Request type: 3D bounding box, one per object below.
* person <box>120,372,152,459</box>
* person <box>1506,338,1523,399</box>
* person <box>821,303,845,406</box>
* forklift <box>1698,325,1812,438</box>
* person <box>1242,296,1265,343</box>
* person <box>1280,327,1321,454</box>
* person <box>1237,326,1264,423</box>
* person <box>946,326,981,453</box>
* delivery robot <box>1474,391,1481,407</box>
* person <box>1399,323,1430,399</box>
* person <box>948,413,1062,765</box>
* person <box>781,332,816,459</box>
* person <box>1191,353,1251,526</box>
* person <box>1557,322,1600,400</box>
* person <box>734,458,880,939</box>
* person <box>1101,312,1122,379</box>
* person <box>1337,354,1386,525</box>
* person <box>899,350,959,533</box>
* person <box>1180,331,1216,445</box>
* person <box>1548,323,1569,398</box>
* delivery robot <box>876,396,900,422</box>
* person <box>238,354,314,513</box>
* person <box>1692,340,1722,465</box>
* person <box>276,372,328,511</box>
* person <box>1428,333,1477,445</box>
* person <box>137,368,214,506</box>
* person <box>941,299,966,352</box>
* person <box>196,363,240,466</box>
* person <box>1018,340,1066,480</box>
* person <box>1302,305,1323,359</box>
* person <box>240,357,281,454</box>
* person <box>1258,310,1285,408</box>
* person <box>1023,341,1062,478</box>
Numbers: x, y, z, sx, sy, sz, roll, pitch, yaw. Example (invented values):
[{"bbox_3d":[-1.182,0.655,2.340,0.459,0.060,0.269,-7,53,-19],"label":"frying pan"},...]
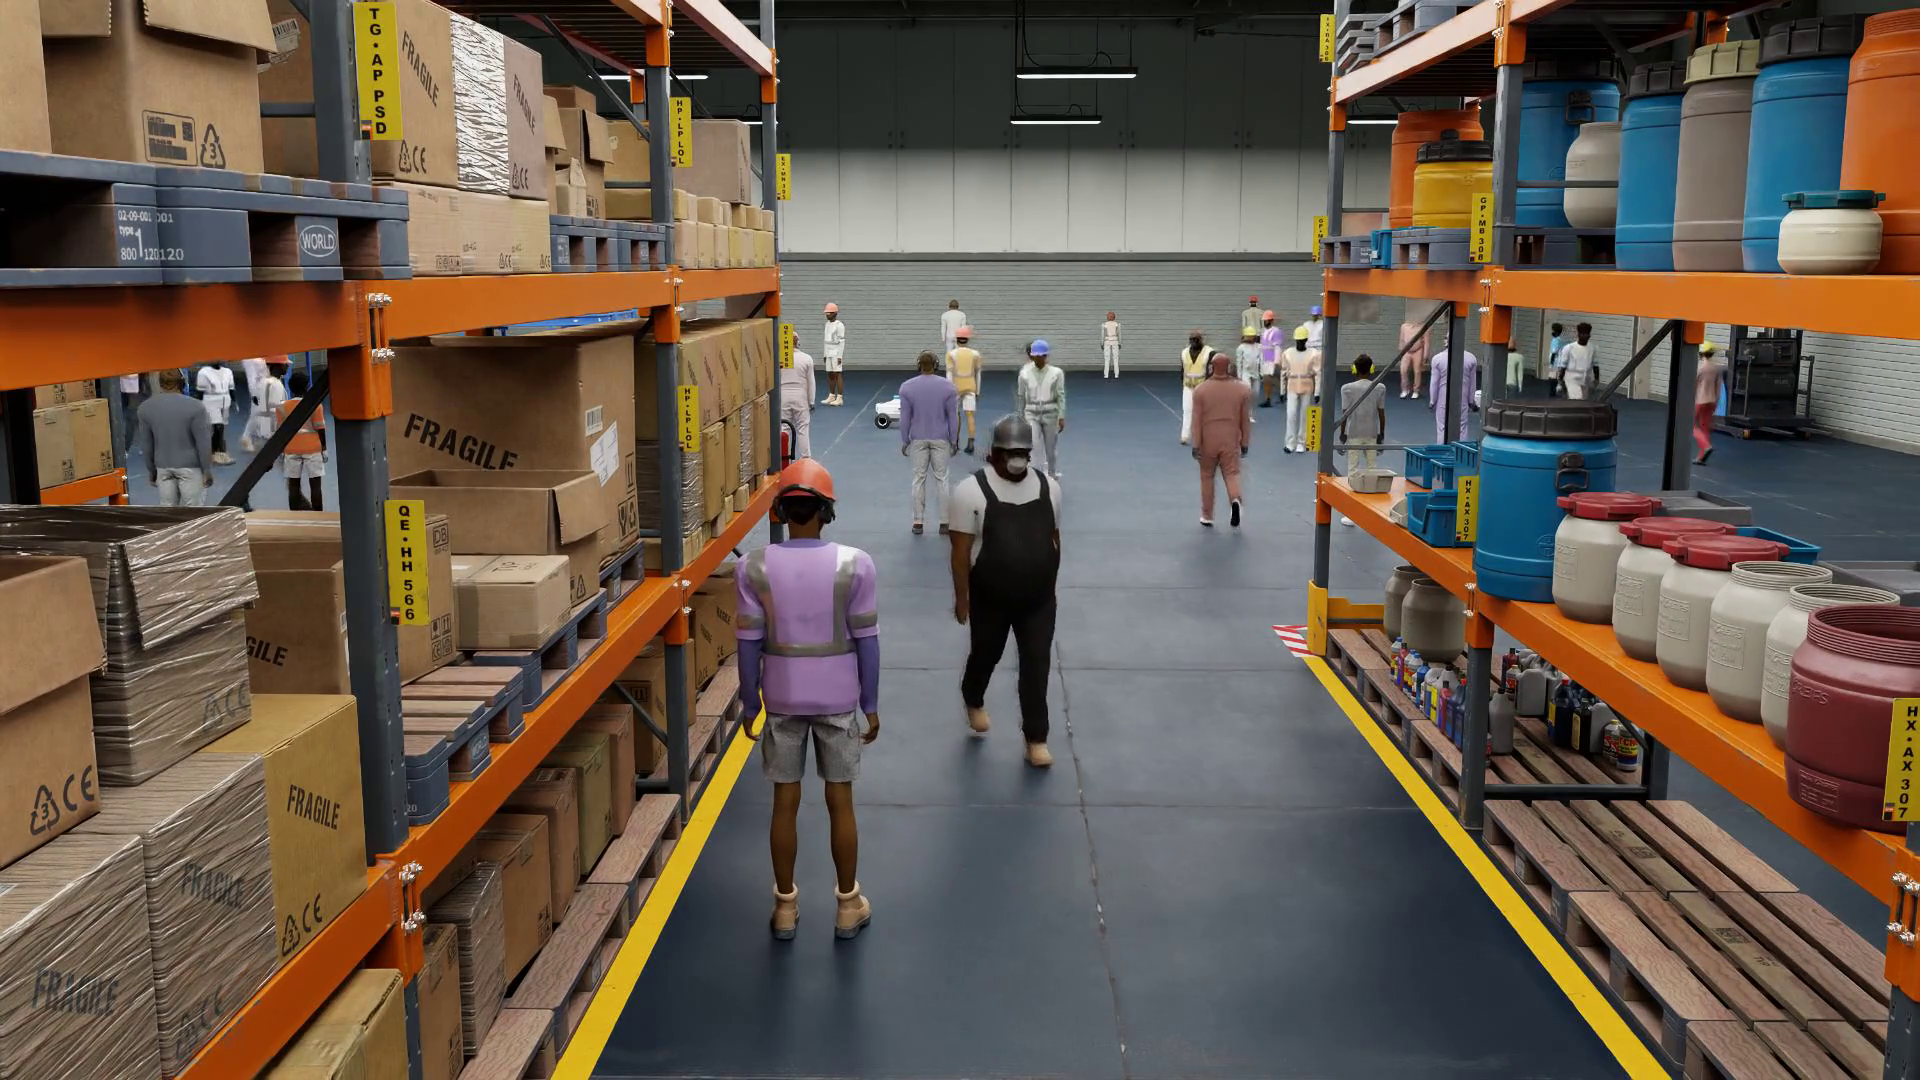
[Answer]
[{"bbox_3d":[-12.234,-2.140,24.476,0.619,1.837,1.024,3,10,16],"label":"person"},{"bbox_3d":[9.217,-2.621,28.093,0.515,1.582,0.847,1,9,3],"label":"person"},{"bbox_3d":[-2.551,-3.712,33.271,0.381,2.045,0.605,-7,12,-36],"label":"person"},{"bbox_3d":[13.248,-3.165,27.620,1.129,2.768,1.873,0,9,1],"label":"forklift"},{"bbox_3d":[7.577,-5.302,42.970,0.609,1.986,0.393,0,9,2],"label":"person"},{"bbox_3d":[5.049,-2.214,24.750,0.616,1.884,0.926,3,10,19],"label":"person"},{"bbox_3d":[5.181,-2.983,29.831,0.492,1.725,0.652,-3,10,-19],"label":"person"},{"bbox_3d":[0.057,-2.276,25.141,0.562,1.892,0.987,-2,10,-13],"label":"person"},{"bbox_3d":[10.208,-2.771,31.930,0.707,0.478,0.477,-6,12,-34],"label":"delivery robot"},{"bbox_3d":[9.468,-3.887,34.781,0.669,1.880,0.749,6,11,33],"label":"person"},{"bbox_3d":[0.266,0.243,9.716,0.689,2.000,0.934,-3,10,-16],"label":"person"},{"bbox_3d":[-2.293,-1.903,22.847,0.636,1.909,0.406,0,9,2],"label":"person"},{"bbox_3d":[2.806,-1.063,17.895,0.650,1.887,0.736,-1,10,-5],"label":"person"},{"bbox_3d":[9.923,-2.555,26.749,0.642,1.918,0.978,-1,10,-9],"label":"person"},{"bbox_3d":[-0.636,0.671,7.046,0.605,2.034,0.392,0,9,2],"label":"person"},{"bbox_3d":[3.727,-4.799,40.994,0.513,1.640,0.311,0,9,2],"label":"person"},{"bbox_3d":[4.374,-1.092,18.119,0.519,1.865,0.326,0,9,2],"label":"person"},{"bbox_3d":[-0.326,-1.039,17.591,0.627,1.934,0.370,0,9,2],"label":"person"},{"bbox_3d":[3.794,-2.432,26.406,0.608,1.790,1.005,5,11,25],"label":"person"},{"bbox_3d":[11.828,-3.440,32.742,0.639,1.670,0.535,5,11,27],"label":"person"},{"bbox_3d":[-1.098,-2.263,28.887,0.707,0.478,0.477,0,10,1],"label":"delivery robot"},{"bbox_3d":[-7.841,-1.235,18.874,0.936,1.908,0.563,-7,12,-37],"label":"person"},{"bbox_3d":[10.482,-1.924,23.406,0.540,1.756,0.448,-3,10,-17],"label":"person"},{"bbox_3d":[-6.982,-0.939,17.692,0.530,1.697,0.321,0,9,2],"label":"person"},{"bbox_3d":[6.824,-1.940,23.088,0.636,1.903,0.406,0,9,2],"label":"person"},{"bbox_3d":[-7.123,-0.636,15.173,0.634,1.938,0.358,0,9,2],"label":"person"},{"bbox_3d":[-0.150,-4.965,41.091,0.627,1.941,0.370,0,9,2],"label":"person"},{"bbox_3d":[-10.317,-1.863,23.287,0.802,1.662,0.555,5,11,28],"label":"person"},{"bbox_3d":[1.018,-1.532,20.618,0.599,1.912,0.971,1,10,7],"label":"person"},{"bbox_3d":[7.789,-4.178,36.428,0.605,1.928,0.646,5,11,28],"label":"person"},{"bbox_3d":[-10.448,-2.198,24.925,0.897,1.808,0.622,6,11,31],"label":"person"},{"bbox_3d":[6.122,-3.587,32.907,0.476,1.923,0.546,-4,10,-25],"label":"person"},{"bbox_3d":[0.938,-1.703,21.871,0.861,1.843,0.533,-4,10,-22],"label":"person"}]
